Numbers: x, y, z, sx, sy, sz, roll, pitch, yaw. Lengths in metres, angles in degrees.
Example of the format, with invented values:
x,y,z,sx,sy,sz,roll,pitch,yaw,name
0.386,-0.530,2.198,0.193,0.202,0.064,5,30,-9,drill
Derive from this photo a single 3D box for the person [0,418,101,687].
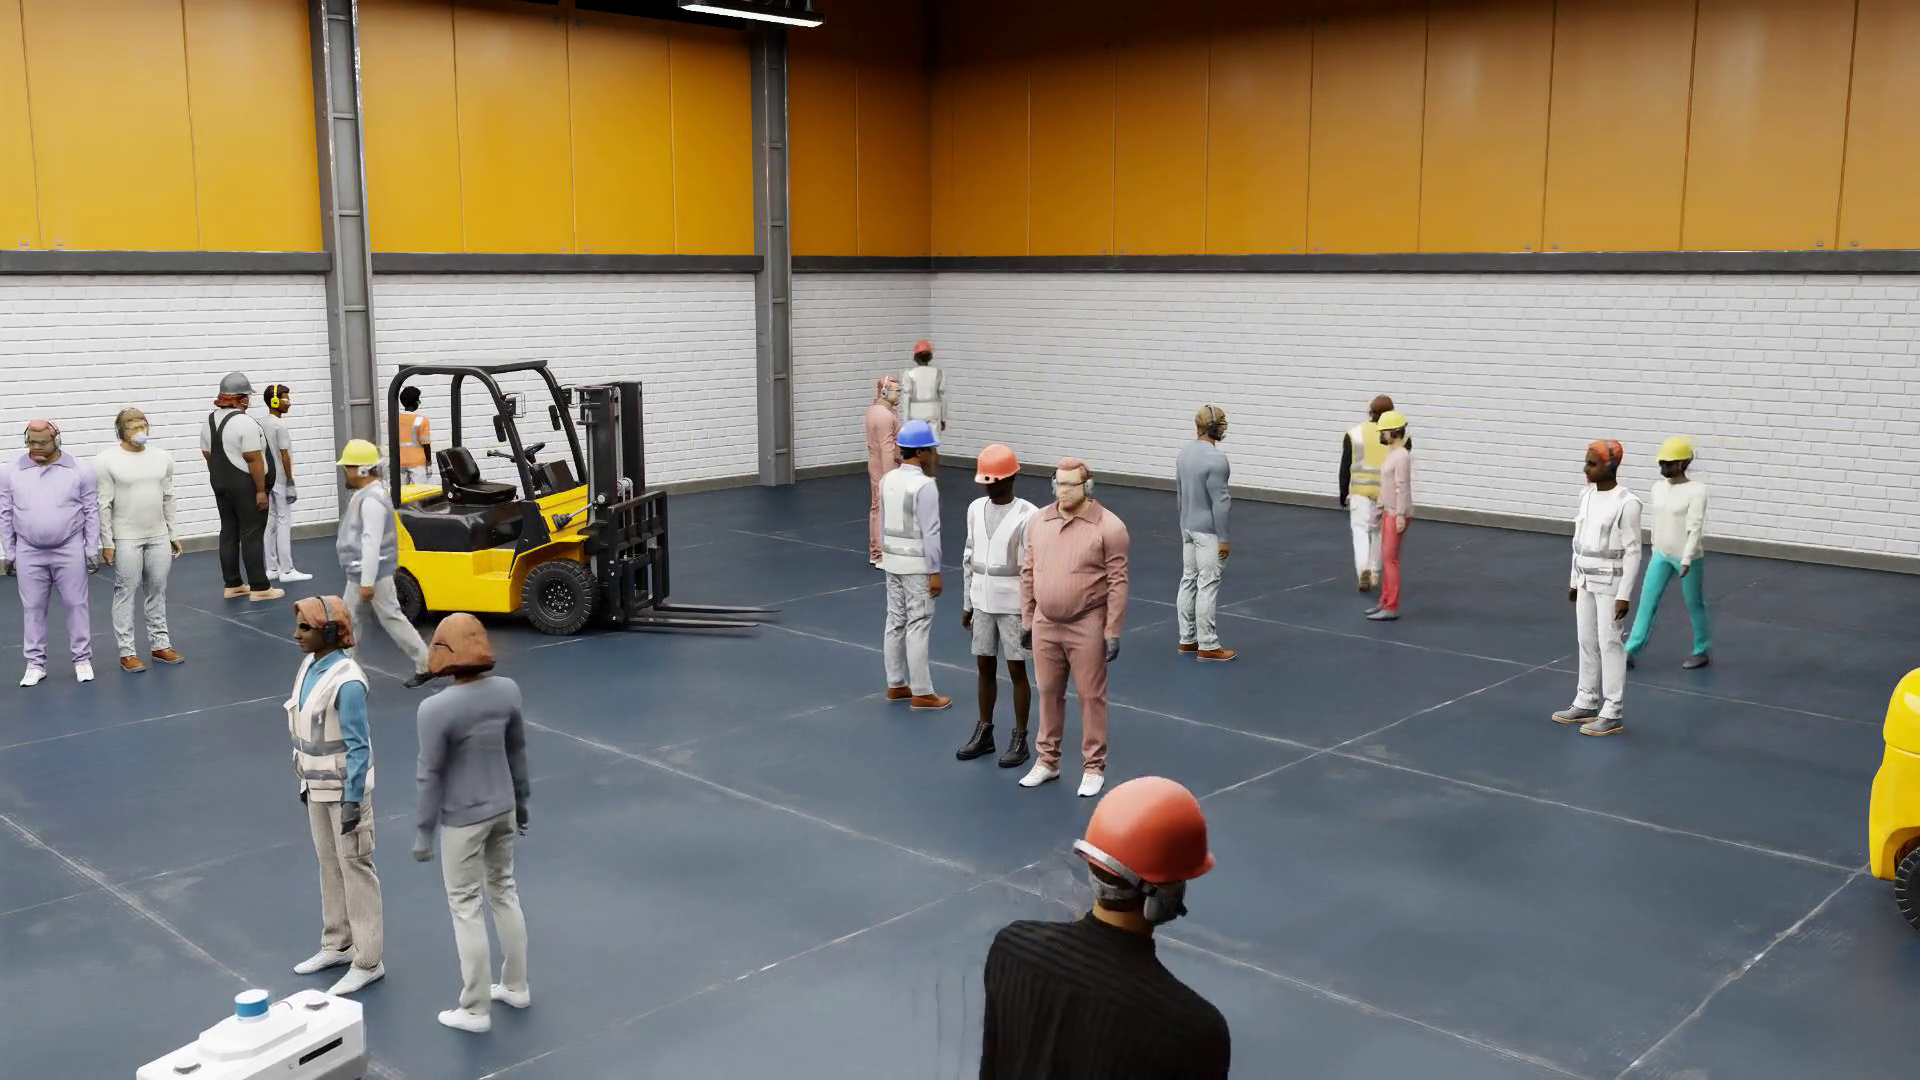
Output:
x,y,z,sx,sy,sz,roll,pitch,yaw,name
-6.461,0.085,11.822,0.639,1.902,0.406,-3,10,-20,person

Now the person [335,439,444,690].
x,y,z,sx,sy,sz,roll,pitch,yaw,name
-4.062,0.189,11.527,0.909,1.792,0.603,-4,10,-25,person

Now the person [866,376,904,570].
x,y,z,sx,sy,sz,roll,pitch,yaw,name
-0.710,-0.661,16.381,0.402,1.904,0.652,-2,9,-12,person

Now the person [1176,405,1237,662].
x,y,z,sx,sy,sz,roll,pitch,yaw,name
1.853,-0.052,12.547,0.372,1.940,0.629,-4,10,-22,person

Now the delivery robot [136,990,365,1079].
x,y,z,sx,sy,sz,roll,pitch,yaw,name
-2.332,1.737,5.517,0.477,0.478,0.707,5,10,27,delivery robot

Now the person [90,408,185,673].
x,y,z,sx,sy,sz,roll,pitch,yaw,name
-6.052,-0.008,12.278,0.372,1.940,0.629,6,11,31,person

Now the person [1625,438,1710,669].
x,y,z,sx,sy,sz,roll,pitch,yaw,name
5.201,0.119,12.157,0.890,1.718,0.535,-4,10,-25,person

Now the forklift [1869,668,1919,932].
x,y,z,sx,sy,sz,roll,pitch,yaw,name
5.205,0.723,7.013,2.313,2.155,1.214,9,13,43,forklift

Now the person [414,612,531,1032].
x,y,z,sx,sy,sz,roll,pitch,yaw,name
-1.896,1.091,6.505,0.298,1.624,0.509,5,11,29,person

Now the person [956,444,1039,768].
x,y,z,sx,sy,sz,roll,pitch,yaw,name
0.231,0.387,9.887,0.543,1.928,0.370,6,11,35,person

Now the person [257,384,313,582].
x,y,z,sx,sy,sz,roll,pitch,yaw,name
-6.448,-0.537,15.754,0.521,1.863,0.336,8,12,40,person

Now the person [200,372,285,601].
x,y,z,sx,sy,sz,roll,pitch,yaw,name
-6.392,-0.483,14.873,0.677,2.000,0.536,5,11,29,person

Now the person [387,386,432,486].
x,y,z,sx,sy,sz,roll,pitch,yaw,name
-5.919,-0.813,17.968,0.530,1.691,0.318,3,10,17,person

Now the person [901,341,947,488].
x,y,z,sx,sy,sz,roll,pitch,yaw,name
-0.488,-1.653,22.210,0.642,1.980,1.072,-2,10,-14,person

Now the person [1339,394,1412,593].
x,y,z,sx,sy,sz,roll,pitch,yaw,name
3.801,-0.425,15.245,0.630,1.808,0.861,2,9,10,person

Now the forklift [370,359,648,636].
x,y,z,sx,sy,sz,roll,pitch,yaw,name
-3.850,-0.407,13.936,2.313,2.155,1.214,2,9,11,forklift

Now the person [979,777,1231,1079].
x,y,z,sx,sy,sz,roll,pitch,yaw,name
0.222,1.453,3.403,0.641,1.942,1.037,7,12,38,person

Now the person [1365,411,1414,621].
x,y,z,sx,sy,sz,roll,pitch,yaw,name
3.652,-0.208,14.067,0.363,1.753,0.532,1,9,7,person

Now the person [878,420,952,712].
x,y,z,sx,sy,sz,roll,pitch,yaw,name
-0.316,0.169,11.155,0.398,1.949,0.604,-6,11,-34,person

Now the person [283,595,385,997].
x,y,z,sx,sy,sz,roll,pitch,yaw,name
-2.563,1.030,6.825,0.308,1.641,0.514,-9,13,-43,person

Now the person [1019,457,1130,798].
x,y,z,sx,sy,sz,roll,pitch,yaw,name
0.612,0.483,9.361,0.651,1.906,0.409,5,11,30,person

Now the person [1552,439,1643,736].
x,y,z,sx,sy,sz,roll,pitch,yaw,name
4.071,0.296,10.572,0.338,1.882,0.583,-2,10,-13,person
